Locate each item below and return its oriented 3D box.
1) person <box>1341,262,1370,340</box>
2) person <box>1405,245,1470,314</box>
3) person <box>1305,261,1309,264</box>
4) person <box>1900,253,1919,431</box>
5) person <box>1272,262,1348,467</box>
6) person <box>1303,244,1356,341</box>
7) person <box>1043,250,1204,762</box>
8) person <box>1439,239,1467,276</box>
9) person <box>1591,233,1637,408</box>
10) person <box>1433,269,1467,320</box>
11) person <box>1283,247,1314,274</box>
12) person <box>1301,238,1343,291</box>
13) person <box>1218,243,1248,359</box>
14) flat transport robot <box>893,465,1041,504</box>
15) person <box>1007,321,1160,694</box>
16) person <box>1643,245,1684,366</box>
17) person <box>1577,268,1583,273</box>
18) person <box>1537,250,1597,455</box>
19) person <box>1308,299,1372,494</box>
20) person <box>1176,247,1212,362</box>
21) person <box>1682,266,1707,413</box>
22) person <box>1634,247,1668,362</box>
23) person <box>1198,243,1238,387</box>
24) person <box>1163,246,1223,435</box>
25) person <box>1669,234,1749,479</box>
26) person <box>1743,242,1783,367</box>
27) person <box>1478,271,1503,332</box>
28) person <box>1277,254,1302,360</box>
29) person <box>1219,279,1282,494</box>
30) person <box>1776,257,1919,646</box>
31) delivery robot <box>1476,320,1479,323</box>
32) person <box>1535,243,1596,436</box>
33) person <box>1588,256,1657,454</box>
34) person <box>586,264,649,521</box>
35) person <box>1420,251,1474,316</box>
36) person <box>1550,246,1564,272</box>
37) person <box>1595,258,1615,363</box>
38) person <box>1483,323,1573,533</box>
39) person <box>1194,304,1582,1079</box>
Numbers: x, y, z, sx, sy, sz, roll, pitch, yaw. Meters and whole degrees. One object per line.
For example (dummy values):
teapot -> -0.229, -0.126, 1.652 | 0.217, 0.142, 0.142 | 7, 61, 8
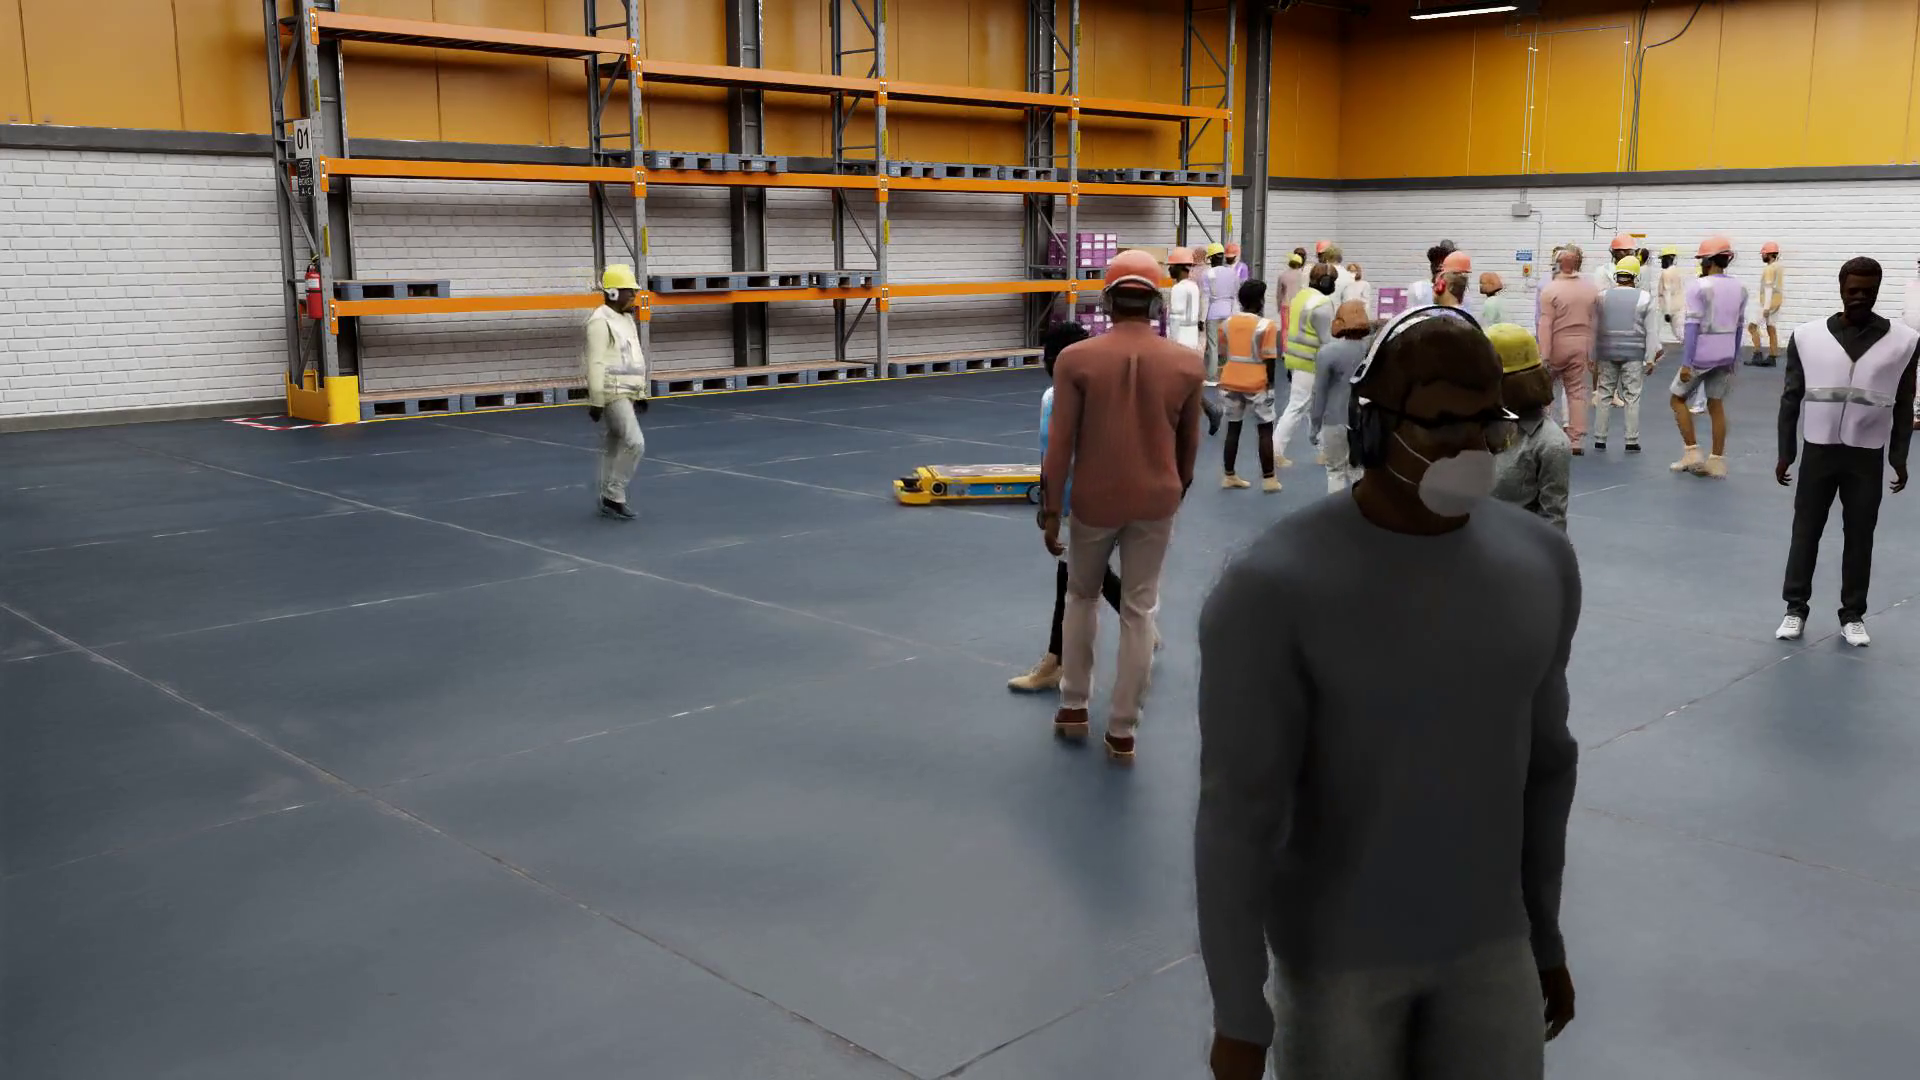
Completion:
person -> 5.843, -3.319, 24.798 | 0.503, 1.612, 0.561 | 4, 11, 20
person -> 4.700, -1.939, 16.449 | 0.610, 1.938, 0.864 | 3, 11, 17
person -> 5.828, -3.899, 28.029 | 0.543, 1.603, 0.808 | -2, 11, -12
person -> 10.048, -2.071, 17.267 | 0.524, 1.886, 0.654 | -3, 11, -17
person -> 3.035, -1.512, 14.486 | 0.834, 1.795, 0.645 | -1, 10, -4
person -> 4.484, -2.656, 20.385 | 0.661, 1.918, 0.669 | 4, 11, 20
person -> 0.630, -0.145, 6.544 | 0.621, 1.958, 0.702 | 0, 10, -1
person -> 8.930, -4.446, 29.786 | 1.020, 2.000, 0.704 | -1, 10, -4
person -> 7.665, -2.544, 19.405 | 0.605, 2.045, 0.377 | -5, 11, -24
person -> 3.212, -0.883, 11.021 | 0.409, 1.804, 0.684 | 4, 11, 23
person -> 5.685, -4.009, 28.023 | 0.640, 1.807, 0.873 | 6, 12, 29
person -> 5.047, -3.204, 23.197 | 0.616, 1.979, 0.485 | 2, 11, 9
person -> 4.408, -3.893, 27.160 | 0.660, 1.901, 0.484 | 5, 12, 26
flat transport robot -> 0.227, -0.442, 12.784 | 1.431, 0.197, 0.652 | -2, 11, -8
person -> 0.602, -0.162, 7.501 | 0.852, 1.653, 0.577 | -5, 11, -24
person -> 10.982, -3.591, 25.591 | 0.963, 1.881, 0.579 | 10, 14, 42
person -> 10.473, -4.139, 28.704 | 0.678, 1.822, 0.545 | -10, 14, -44
person -> 5.565, -1.753, 15.552 | 0.658, 1.874, 0.857 | -3, 11, -18
person -> 2.506, -0.732, 10.682 | 0.503, 1.618, 0.403 | -3, 11, -14
person -> 3.385, -3.202, 23.529 | 0.645, 1.862, 0.984 | 5, 11, 24
person -> 8.544, -2.326, 18.992 | 0.561, 1.750, 0.539 | -6, 12, -28
person -> 10.941, -3.766, 26.657 | 0.914, 1.836, 0.520 | 9, 14, 40
person -> 3.428, -2.999, 22.231 | 0.585, 1.919, 0.374 | -6, 12, -31
person -> 2.271, -1.959, 16.580 | 0.776, 1.913, 0.552 | 4, 11, 23
person -> 6.224, -1.525, 13.902 | 0.652, 2.020, 0.581 | -4, 11, -20
person -> 12.355, -3.617, 25.592 | 0.607, 1.917, 0.579 | 9, 14, 41
person -> 5.796, -2.147, 18.357 | 0.342, 1.620, 0.510 | 4, 11, 20
person -> 5.438, -3.812, 27.226 | 0.533, 1.713, 0.931 | 4, 11, 19
person -> 2.282, -1.208, 13.097 | 0.543, 1.686, 0.384 | 9, 14, 41
person -> 4.387, -0.438, 8.269 | 0.596, 1.916, 0.380 | 5, 11, 24
delivery robot -> 8.916, -3.560, 28.754 | 0.707, 0.478, 0.477 | -4, 11, -19
person -> 6.133, -2.023, 16.854 | 0.358, 1.937, 0.636 | -9, 13, -39
person -> 6.158, -1.717, 15.481 | 0.601, 1.827, 0.404 | 6, 12, 29
person -> -2.399, -1.036, 11.801 | 0.474, 1.814, 0.593 | 1, 10, 3
person -> 4.258, -1.566, 14.524 | 1.019, 1.876, 0.557 | -9, 14, -39
person -> 10.201, -4.040, 28.140 | 0.558, 1.841, 0.655 | -5, 12, -27
person -> 9.962, -3.515, 25.292 | 0.489, 1.827, 0.844 | -6, 12, -32
person -> 1.800, 0.142, 5.598 | 0.305, 1.738, 0.484 | -5, 12, -27
person -> 0.663, 0.626, 2.451 | 0.671, 1.934, 0.449 | -4, 11, -18
